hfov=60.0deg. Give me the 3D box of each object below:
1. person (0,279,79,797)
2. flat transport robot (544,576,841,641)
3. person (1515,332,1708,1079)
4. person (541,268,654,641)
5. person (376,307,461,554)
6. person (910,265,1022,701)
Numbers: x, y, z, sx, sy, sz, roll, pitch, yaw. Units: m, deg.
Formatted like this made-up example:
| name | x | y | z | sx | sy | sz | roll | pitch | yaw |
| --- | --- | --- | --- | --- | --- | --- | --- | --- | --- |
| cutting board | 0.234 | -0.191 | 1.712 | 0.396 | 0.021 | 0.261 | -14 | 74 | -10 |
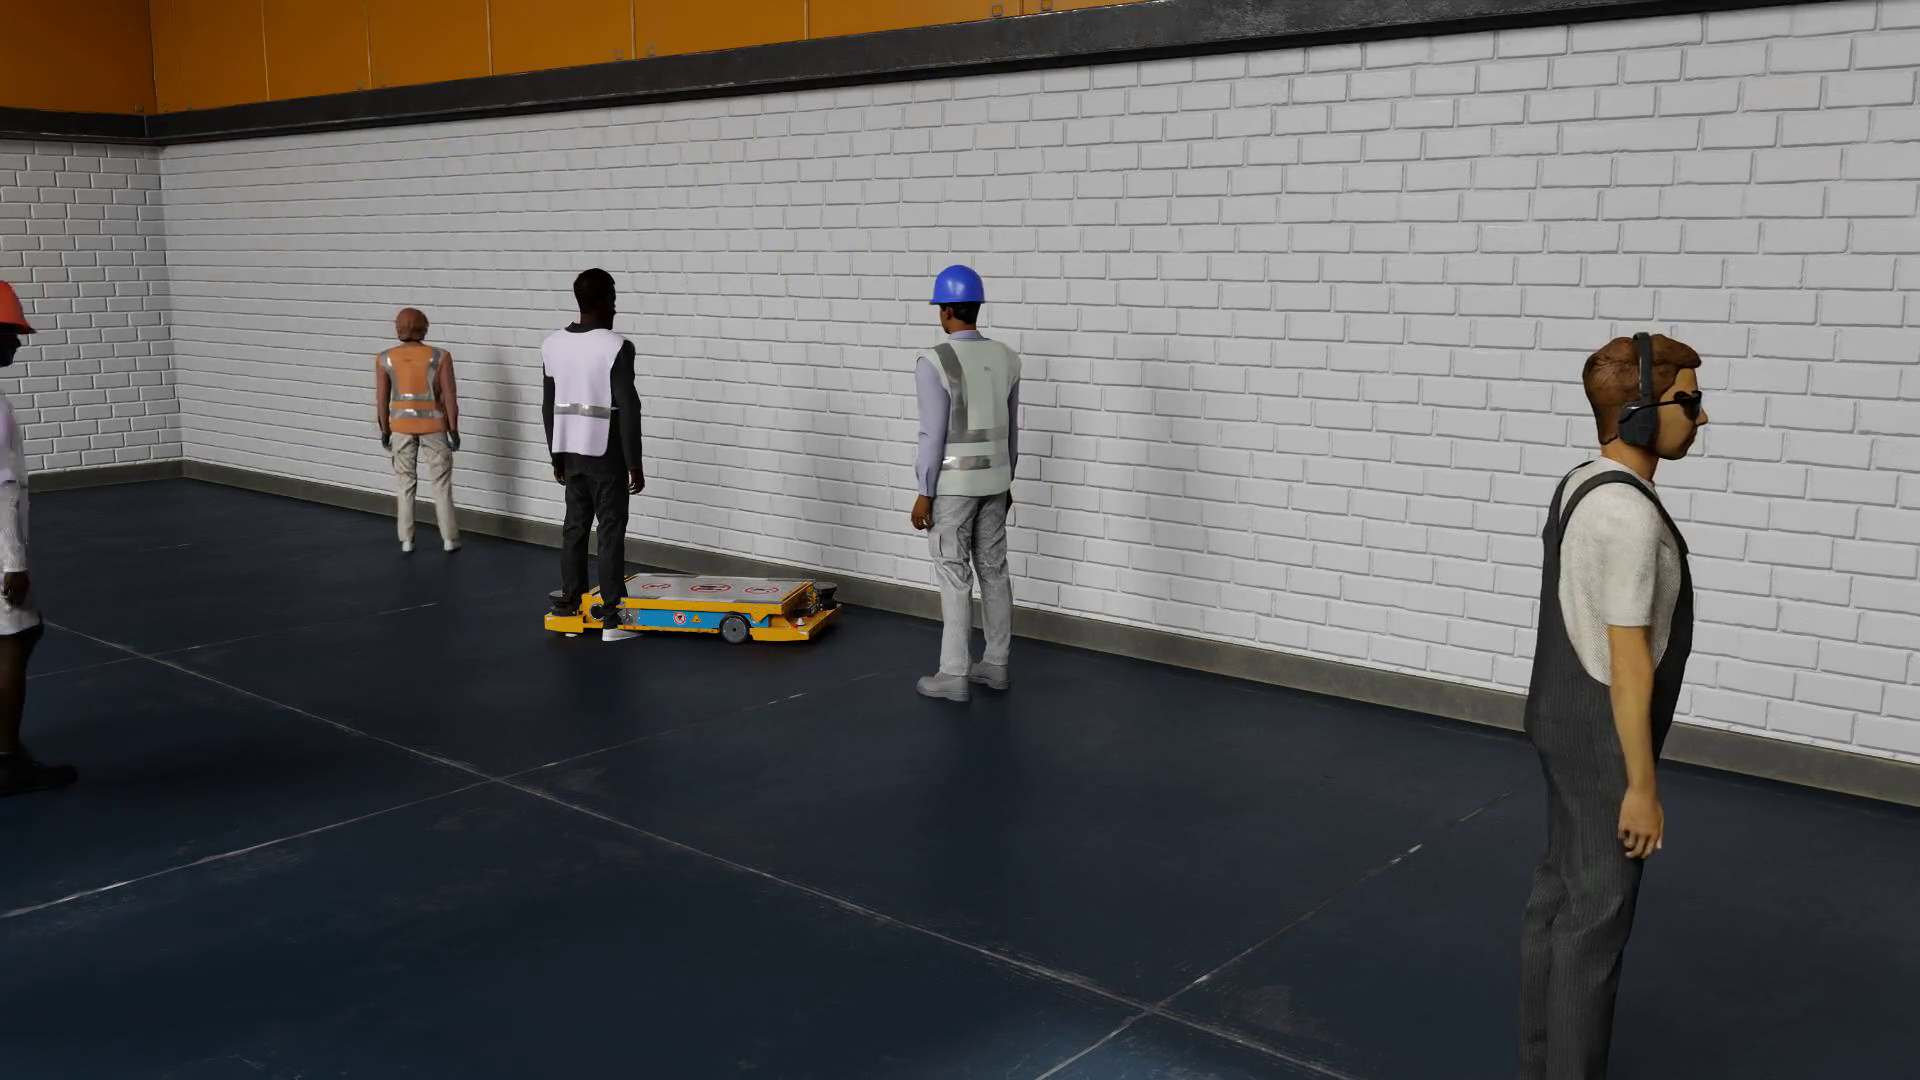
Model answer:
| name | x | y | z | sx | sy | sz | roll | pitch | yaw |
| --- | --- | --- | --- | --- | --- | --- | --- | --- | --- |
| person | -3.558 | 0.007 | 6.097 | 0.567 | 1.917 | 0.468 | 9 | 14 | 43 |
| flat transport robot | -1.406 | 0.346 | 8.844 | 1.431 | 0.197 | 0.652 | 2 | 10 | 11 |
| person | 1.421 | 0.473 | 3.644 | 0.347 | 1.847 | 0.505 | 1 | 10 | 7 |
| person | -1.892 | -0.432 | 8.596 | 0.596 | 1.915 | 0.373 | 6 | 11 | 29 |
| person | -3.579 | -0.714 | 11.001 | 0.524 | 1.636 | 0.321 | -1 | 10 | -4 |
| person | 0.016 | -0.254 | 7.493 | 0.403 | 1.944 | 0.615 | 10 | 14 | 44 |
